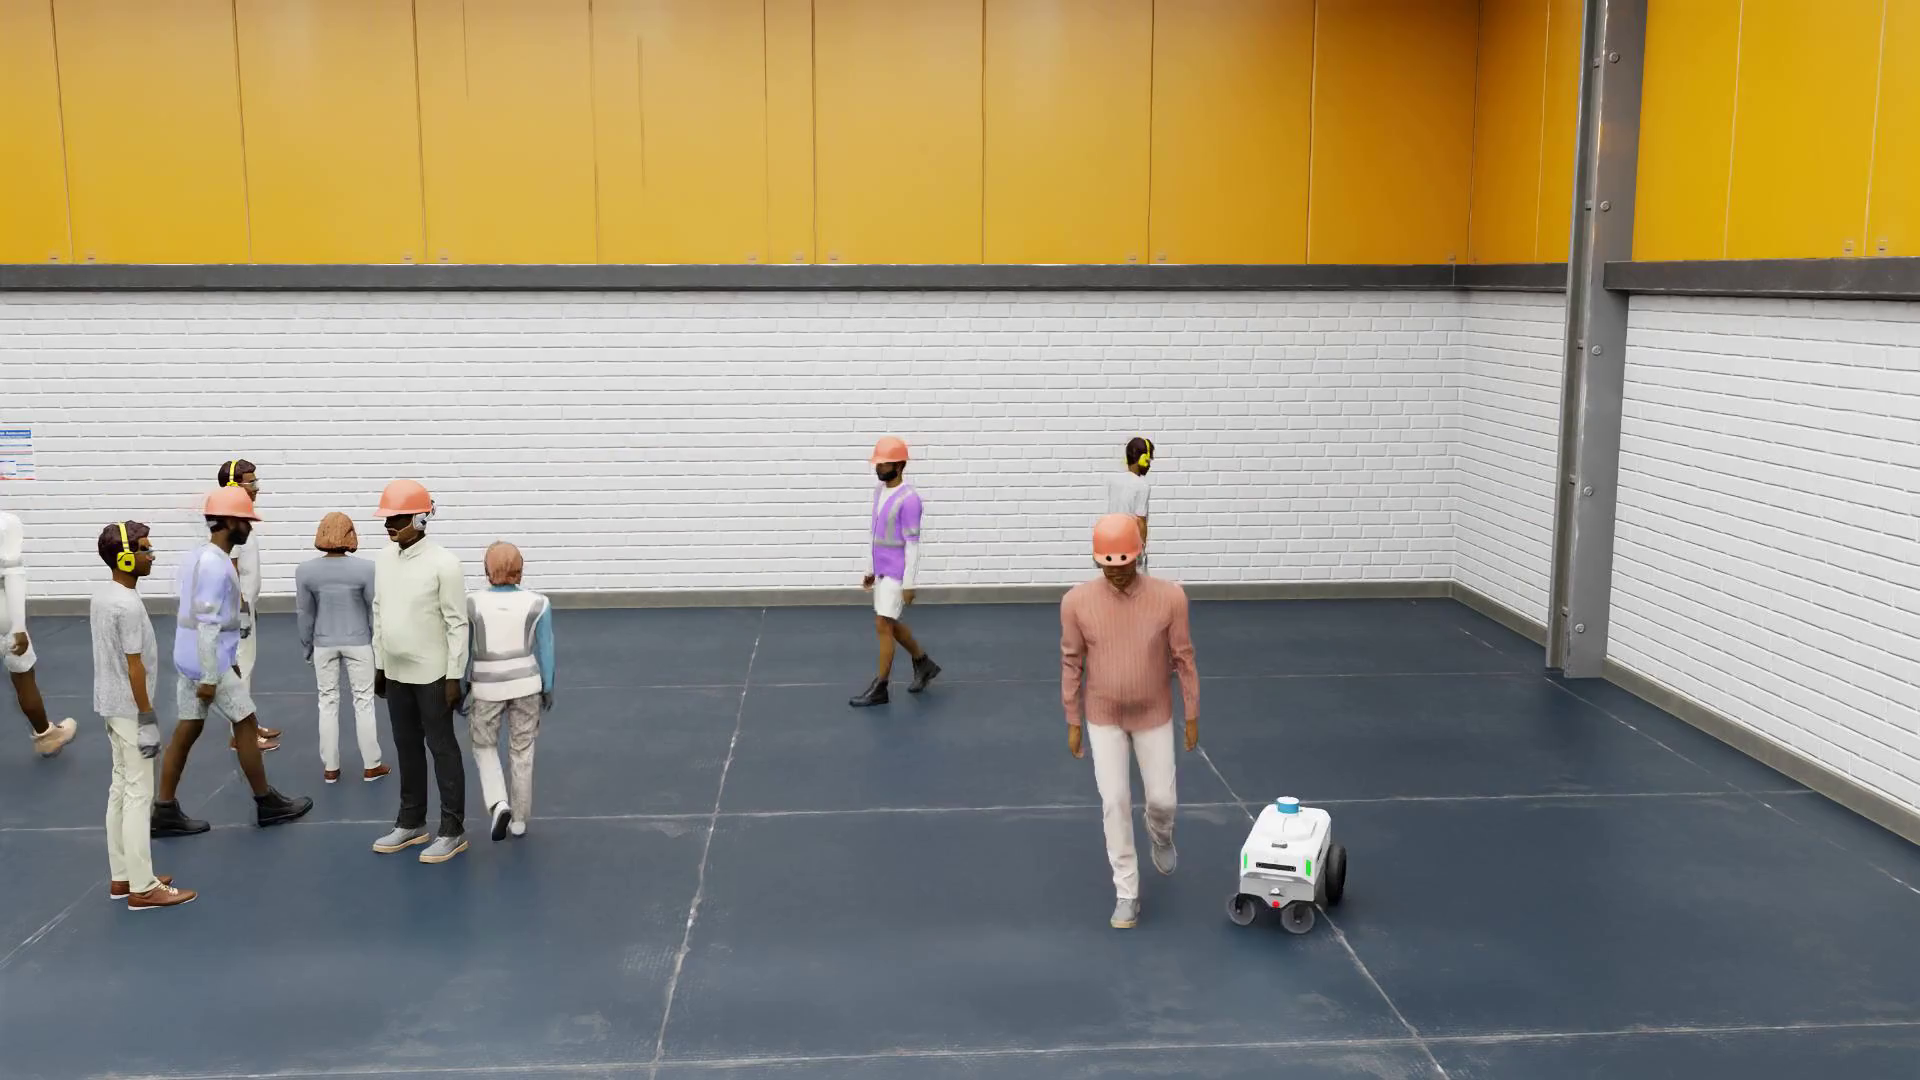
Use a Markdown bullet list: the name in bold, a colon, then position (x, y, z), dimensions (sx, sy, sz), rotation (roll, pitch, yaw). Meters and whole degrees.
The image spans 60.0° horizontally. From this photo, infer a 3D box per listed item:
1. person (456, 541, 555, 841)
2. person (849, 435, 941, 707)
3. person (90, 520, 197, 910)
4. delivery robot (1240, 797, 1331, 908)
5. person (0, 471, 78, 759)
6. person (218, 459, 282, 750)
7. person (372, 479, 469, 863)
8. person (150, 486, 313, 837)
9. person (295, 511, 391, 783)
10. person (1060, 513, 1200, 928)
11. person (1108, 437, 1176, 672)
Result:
- **person**: position (-2.412, 0.820, 8.849), dimensions (0.532, 1.624, 0.455), rotation (-3, 10, -20)
- **person**: position (-0.456, 0.212, 11.822), dimensions (0.685, 1.942, 0.562), rotation (-4, 10, -26)
- **person**: position (-3.979, 0.834, 8.014), dimensions (0.335, 1.873, 0.519), rotation (-8, 12, -41)
- **delivery robot**: position (1.549, 1.463, 7.884), dimensions (0.477, 0.478, 0.707), rotation (3, 9, 19)
- **person**: position (-5.836, 0.445, 10.055), dimensions (0.642, 1.991, 1.020), rotation (1, 9, 4)
- **person**: position (-4.580, 0.412, 10.663), dimensions (0.316, 1.870, 0.531), rotation (-3, 10, -19)
- **person**: position (-2.823, 0.671, 8.645), dimensions (0.622, 1.994, 0.381), rotation (5, 10, 29)
- **person**: position (-4.007, 0.658, 9.041), dimensions (0.916, 1.884, 0.551), rotation (-6, 11, -34)
- **person**: position (-3.690, 0.642, 9.954), dimensions (0.498, 1.634, 0.280), rotation (-1, 9, -4)
- **person**: position (0.802, 0.813, 7.878), dimensions (0.657, 1.955, 0.714), rotation (1, 9, 8)
- **person**: position (1.341, 0.140, 12.530), dimensions (0.791, 1.829, 0.569), rotation (-6, 11, -34)
